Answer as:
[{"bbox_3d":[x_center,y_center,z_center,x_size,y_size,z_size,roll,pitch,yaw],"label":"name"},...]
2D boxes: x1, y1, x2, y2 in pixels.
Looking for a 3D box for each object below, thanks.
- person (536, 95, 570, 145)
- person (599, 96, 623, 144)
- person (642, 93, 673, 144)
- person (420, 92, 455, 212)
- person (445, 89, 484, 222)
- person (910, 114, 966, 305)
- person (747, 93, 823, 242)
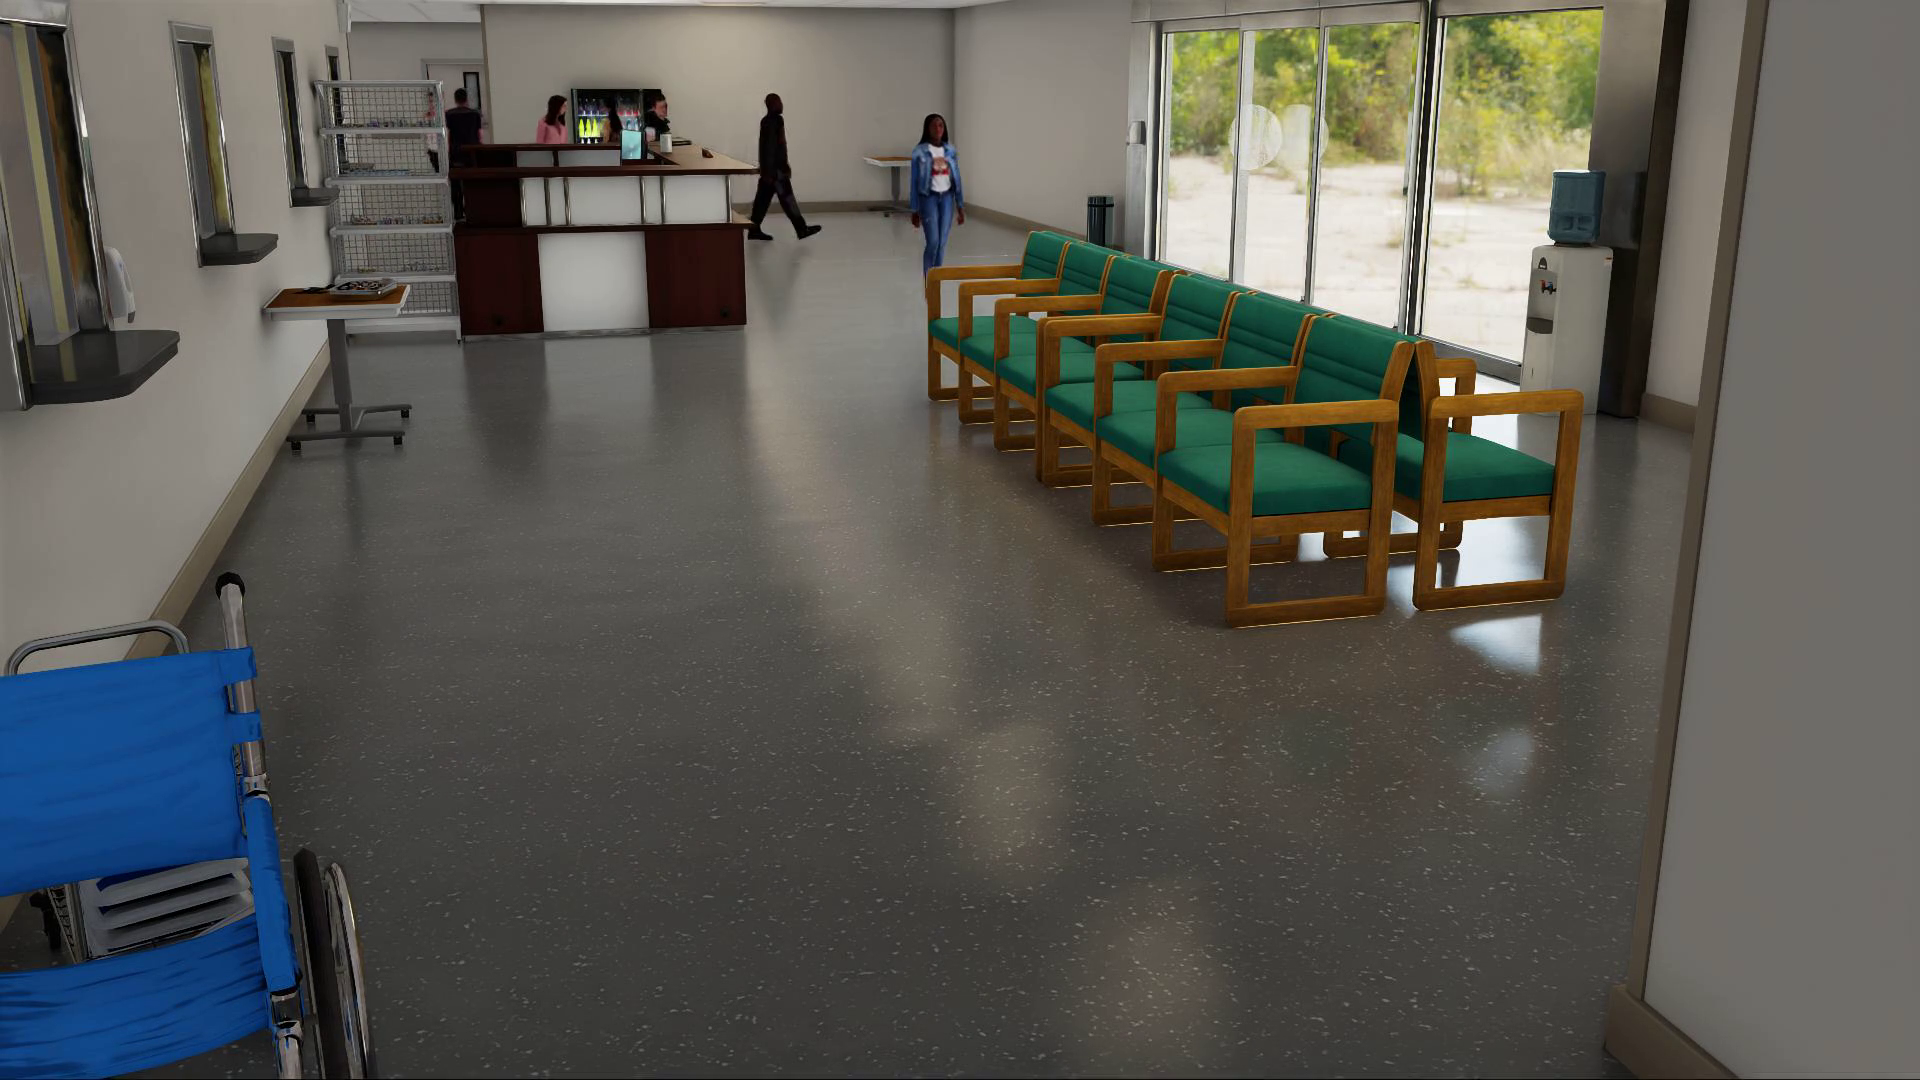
[{"bbox_3d":[-5.266,-4.769,21.306,0.925,1.763,0.869,12,20,37],"label":"person"},{"bbox_3d":[-4.545,-4.891,21.768,1.018,1.746,0.948,8,18,26],"label":"person"},{"bbox_3d":[-3.678,-4.392,19.927,1.193,1.785,0.849,-1,16,-4],"label":"person"},{"bbox_3d":[-7.921,-5.911,25.352,0.749,1.766,0.793,-1,16,-5],"label":"person"},{"bbox_3d":[-6.877,-5.328,23.167,0.746,1.829,0.901,-9,18,-30],"label":"person"},{"bbox_3d":[-0.255,-3.004,15.166,0.704,1.696,0.741,-8,18,-27],"label":"person"},{"bbox_3d":[-2.417,-4.586,20.604,1.133,1.792,0.707,-4,16,-14],"label":"person"}]
